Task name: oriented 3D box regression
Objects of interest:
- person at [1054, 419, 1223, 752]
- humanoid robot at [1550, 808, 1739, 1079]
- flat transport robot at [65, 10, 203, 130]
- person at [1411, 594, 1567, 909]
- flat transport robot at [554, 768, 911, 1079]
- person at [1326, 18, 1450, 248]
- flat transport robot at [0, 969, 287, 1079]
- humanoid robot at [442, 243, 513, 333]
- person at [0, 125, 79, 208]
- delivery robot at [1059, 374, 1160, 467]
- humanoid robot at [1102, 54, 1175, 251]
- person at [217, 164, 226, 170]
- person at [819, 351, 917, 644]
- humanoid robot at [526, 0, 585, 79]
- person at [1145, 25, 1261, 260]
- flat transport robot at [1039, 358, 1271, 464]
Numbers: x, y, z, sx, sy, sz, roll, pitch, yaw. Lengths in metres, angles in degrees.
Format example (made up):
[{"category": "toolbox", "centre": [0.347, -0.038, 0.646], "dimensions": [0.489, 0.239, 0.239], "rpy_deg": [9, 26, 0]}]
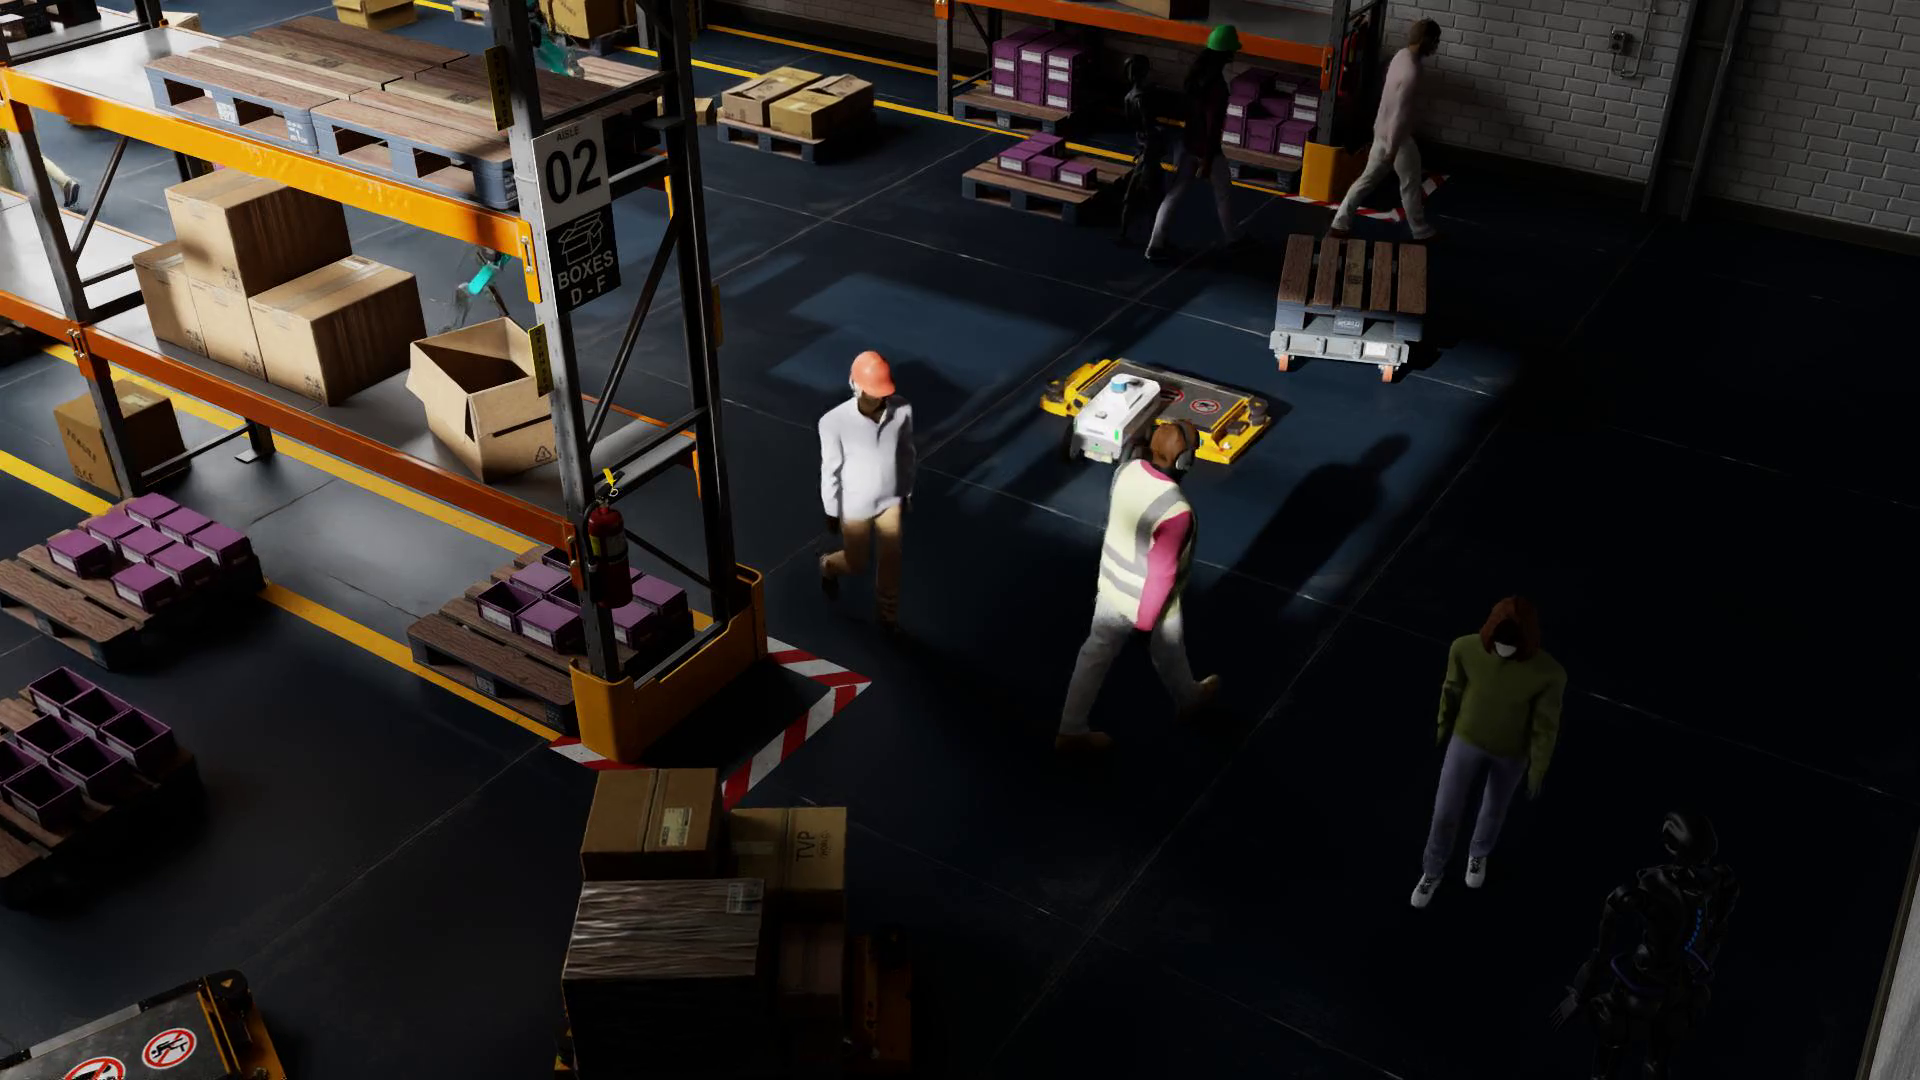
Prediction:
[{"category": "person", "centre": [0.907, 0.236, 8.141], "dimensions": [1.028, 1.757, 0.629], "rpy_deg": [-17, 37, -24]}, {"category": "humanoid robot", "centre": [2.483, 1.642, 6.046], "dimensions": [0.599, 1.657, 0.315], "rpy_deg": [-8, 34, -12]}, {"category": "flat transport robot", "centre": [-7.979, -4.233, 16.379], "dimensions": [1.431, 0.231, 0.659], "rpy_deg": [6, 34, 9]}, {"category": "person", "centre": [2.280, 0.946, 7.189], "dimensions": [0.507, 1.610, 0.642], "rpy_deg": [14, 36, 21]}, {"category": "flat transport robot", "centre": [-0.918, 1.920, 6.923], "dimensions": [1.431, 0.231, 0.659], "rpy_deg": [-1, 33, -1]}, {"category": "person", "centre": [3.529, -3.246, 13.397], "dimensions": [1.017, 1.871, 0.668], "rpy_deg": [1, 33, 1]}, {"category": "flat transport robot", "centre": [-3.428, 2.218, 6.464], "dimensions": [1.431, 0.231, 0.659], "rpy_deg": [-20, 38, -28]}, {"category": "humanoid robot", "centre": [-3.458, -2.129, 11.863], "dimensions": [0.868, 1.841, 0.553], "rpy_deg": [8, 34, 13]}, {"category": "person", "centre": [-8.041, -3.567, 14.035], "dimensions": [0.756, 1.708, 0.550], "rpy_deg": [5, 33, 8]}, {"category": "delivery robot", "centre": [1.017, -0.779, 10.802], "dimensions": [0.499, 0.587, 0.785], "rpy_deg": [17, 37, 24]}, {"category": "humanoid robot", "centre": [1.478, -3.084, 13.338], "dimensions": [0.594, 1.626, 0.613], "rpy_deg": [-1, 33, -1]}, {"category": "person", "centre": [-5.124, -2.391, 12.154], "dimensions": [0.534, 1.841, 0.739], "rpy_deg": [12, 35, 18]}, {"category": "person", "centre": [-0.513, -0.267, 8.944], "dimensions": [0.559, 1.732, 0.575], "rpy_deg": [-18, 37, -26]}, {"category": "humanoid robot", "centre": [-3.920, -4.849, 16.017], "dimensions": [0.790, 1.812, 0.554], "rpy_deg": [1, 33, 1]}, {"category": "person", "centre": [1.963, -3.147, 13.227], "dimensions": [1.040, 1.886, 0.484], "rpy_deg": [-15, 36, -22]}, {"category": "flat transport robot", "centre": [1.317, -0.905, 11.264], "dimensions": [1.431, 0.231, 0.659], "rpy_deg": [20, 38, 27]}]
